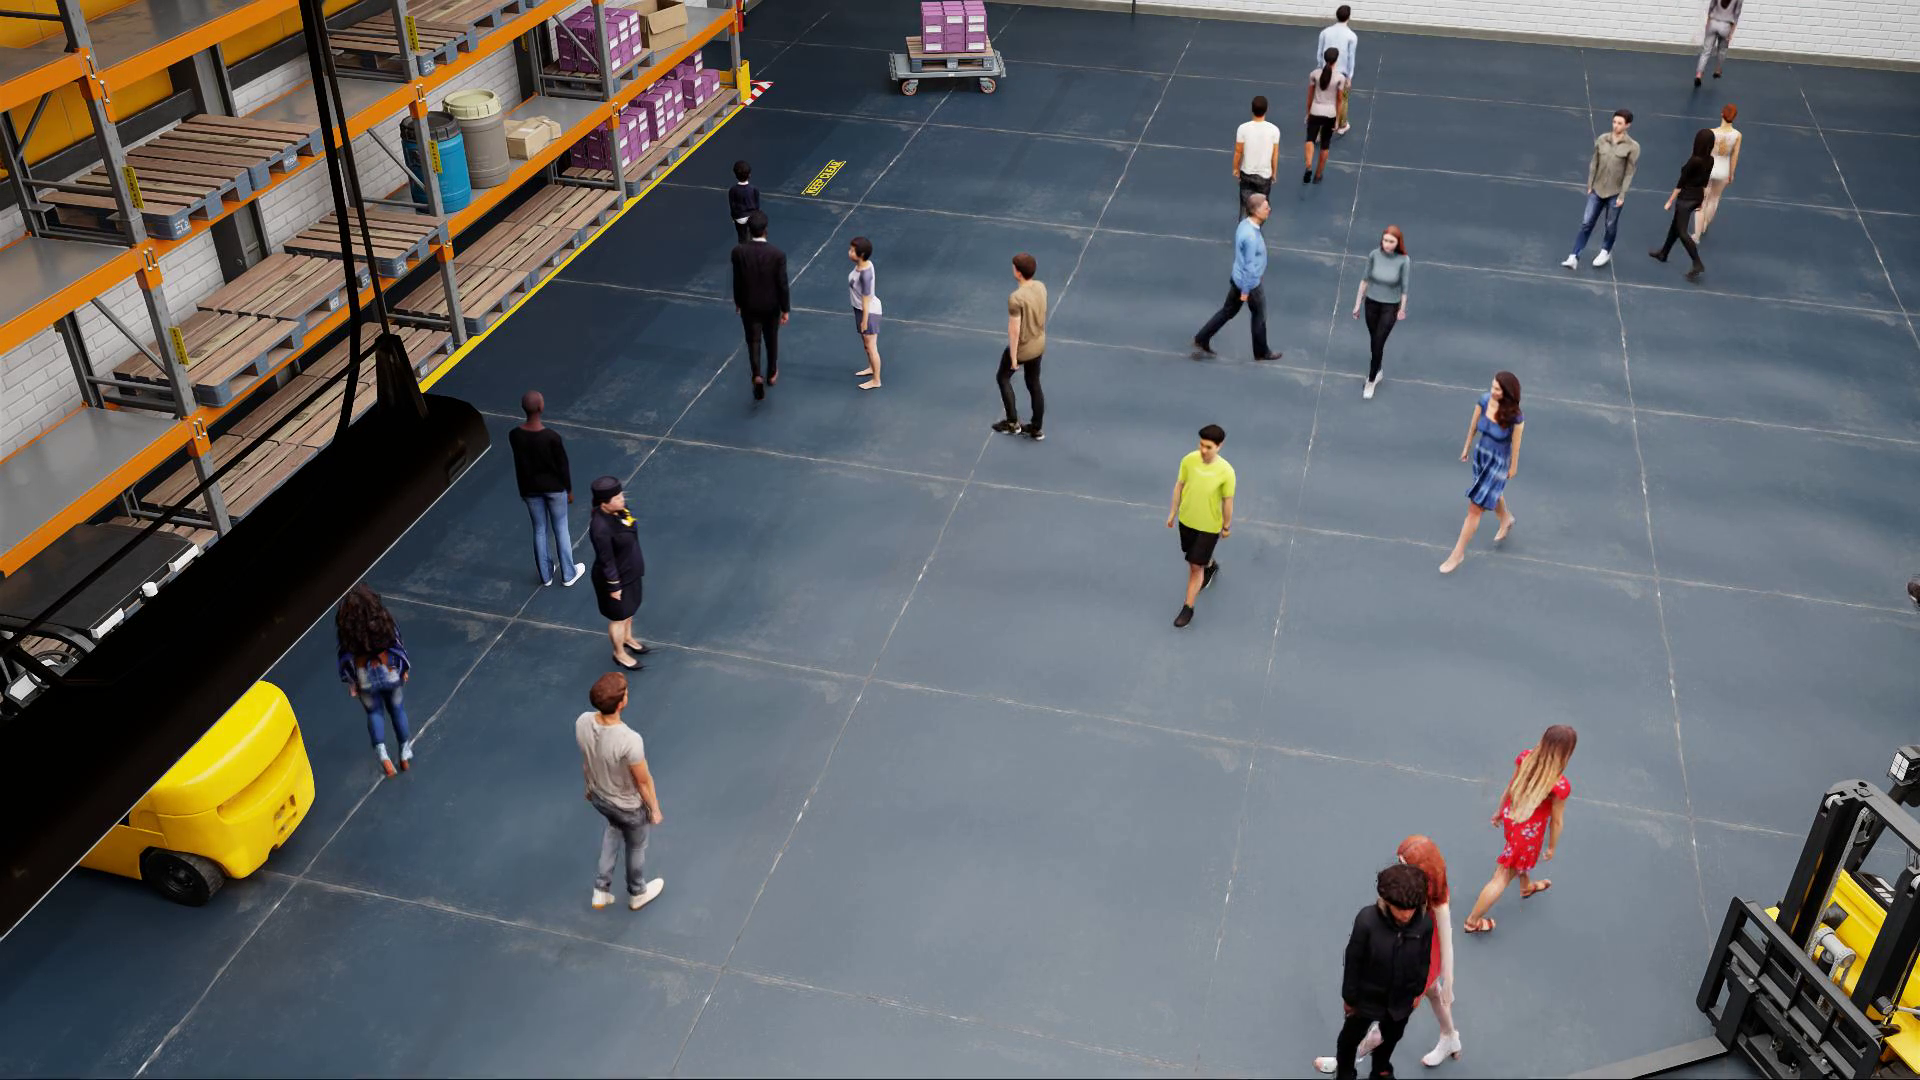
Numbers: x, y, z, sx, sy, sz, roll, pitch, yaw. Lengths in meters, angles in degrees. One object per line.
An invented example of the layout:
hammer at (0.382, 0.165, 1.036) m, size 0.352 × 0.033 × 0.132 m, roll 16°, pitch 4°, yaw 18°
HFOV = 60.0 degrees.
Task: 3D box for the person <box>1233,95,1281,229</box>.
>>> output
person at (3.367, -4.152, 18.995) m, size 0.672 × 1.792 × 0.635 m, roll 6°, pitch 34°, yaw 9°

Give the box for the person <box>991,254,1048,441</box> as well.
person at (0.679, -1.742, 15.332) m, size 0.877 × 1.833 × 0.810 m, roll 28°, pitch 43°, yaw 35°

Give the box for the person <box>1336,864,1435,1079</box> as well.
person at (2.308, 2.435, 9.104) m, size 0.710 × 1.772 × 0.717 m, roll -3°, pitch 34°, yaw -4°

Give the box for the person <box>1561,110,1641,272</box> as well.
person at (7.305, -3.901, 18.590) m, size 1.032 × 1.823 × 1.234 m, roll 27°, pitch 42°, yaw 34°

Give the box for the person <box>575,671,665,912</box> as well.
person at (-2.149, 1.623, 10.223) m, size 0.790 × 1.886 × 0.851 m, roll 17°, pitch 37°, yaw 24°

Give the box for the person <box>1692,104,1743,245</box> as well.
person at (8.724, -4.195, 19.208) m, size 0.596 × 1.629 × 0.761 m, roll 6°, pitch 34°, yaw 9°

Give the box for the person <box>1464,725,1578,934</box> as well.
person at (3.418, 1.806, 10.256) m, size 0.999 × 1.545 × 0.985 m, roll -14°, pitch 36°, yaw -20°

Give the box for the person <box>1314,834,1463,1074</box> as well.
person at (2.658, 2.333, 9.261) m, size 1.010 × 1.767 × 1.171 m, roll -6°, pitch 34°, yaw -10°

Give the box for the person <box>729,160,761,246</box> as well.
person at (-2.418, -3.700, 18.828) m, size 0.573 × 1.224 × 0.600 m, roll -7°, pitch 34°, yaw -11°

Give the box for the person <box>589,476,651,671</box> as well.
person at (-2.574, 0.247, 12.485) m, size 0.780 × 1.673 × 0.598 m, roll 4°, pitch 34°, yaw 6°

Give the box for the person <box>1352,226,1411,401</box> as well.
person at (4.145, -2.288, 16.256) m, size 0.762 × 1.720 × 0.906 m, roll 22°, pitch 40°, yaw 30°

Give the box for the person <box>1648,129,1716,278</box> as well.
person at (8.170, -3.731, 18.523) m, size 1.024 × 1.614 × 1.052 m, roll -20°, pitch 38°, yaw -27°

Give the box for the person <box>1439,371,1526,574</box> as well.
person at (4.408, -0.588, 13.660) m, size 1.183 × 1.763 × 1.124 m, roll -17°, pitch 37°, yaw -23°

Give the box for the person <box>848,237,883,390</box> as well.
person at (-0.918, -2.261, 16.358) m, size 0.700 × 1.562 × 0.591 m, roll -5°, pitch 34°, yaw -8°

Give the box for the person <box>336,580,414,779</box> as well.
person at (-3.990, 1.003, 11.409) m, size 0.815 × 1.606 × 0.907 m, roll -7°, pitch 34°, yaw -11°

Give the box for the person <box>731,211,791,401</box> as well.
person at (-1.942, -2.240, 16.054) m, size 0.907 × 1.863 × 1.132 m, roll -1°, pitch 34°, yaw -1°

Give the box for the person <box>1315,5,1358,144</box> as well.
person at (4.915, -6.113, 21.963) m, size 0.910 × 1.773 × 1.173 m, roll 20°, pitch 38°, yaw 27°

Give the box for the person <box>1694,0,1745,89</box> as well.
person at (10.833, -7.269, 23.831) m, size 0.902 × 1.631 × 1.177 m, roll 23°, pitch 40°, yaw 31°

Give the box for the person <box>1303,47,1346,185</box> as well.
person at (4.486, -5.229, 20.668) m, size 0.615 × 1.734 × 0.877 m, roll 11°, pitch 35°, yaw 16°

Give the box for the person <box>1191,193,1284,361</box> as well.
person at (2.785, -2.612, 16.688) m, size 0.956 × 1.781 × 1.185 m, roll -1°, pitch 34°, yaw -2°

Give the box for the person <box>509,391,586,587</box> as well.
person at (-3.349, -0.408, 13.403) m, size 0.630 × 1.749 × 0.582 m, roll 3°, pitch 34°, yaw 4°

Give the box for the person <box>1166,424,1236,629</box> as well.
person at (1.936, -0.203, 13.162) m, size 0.923 × 1.673 × 1.186 m, roll 24°, pitch 41°, yaw 32°
